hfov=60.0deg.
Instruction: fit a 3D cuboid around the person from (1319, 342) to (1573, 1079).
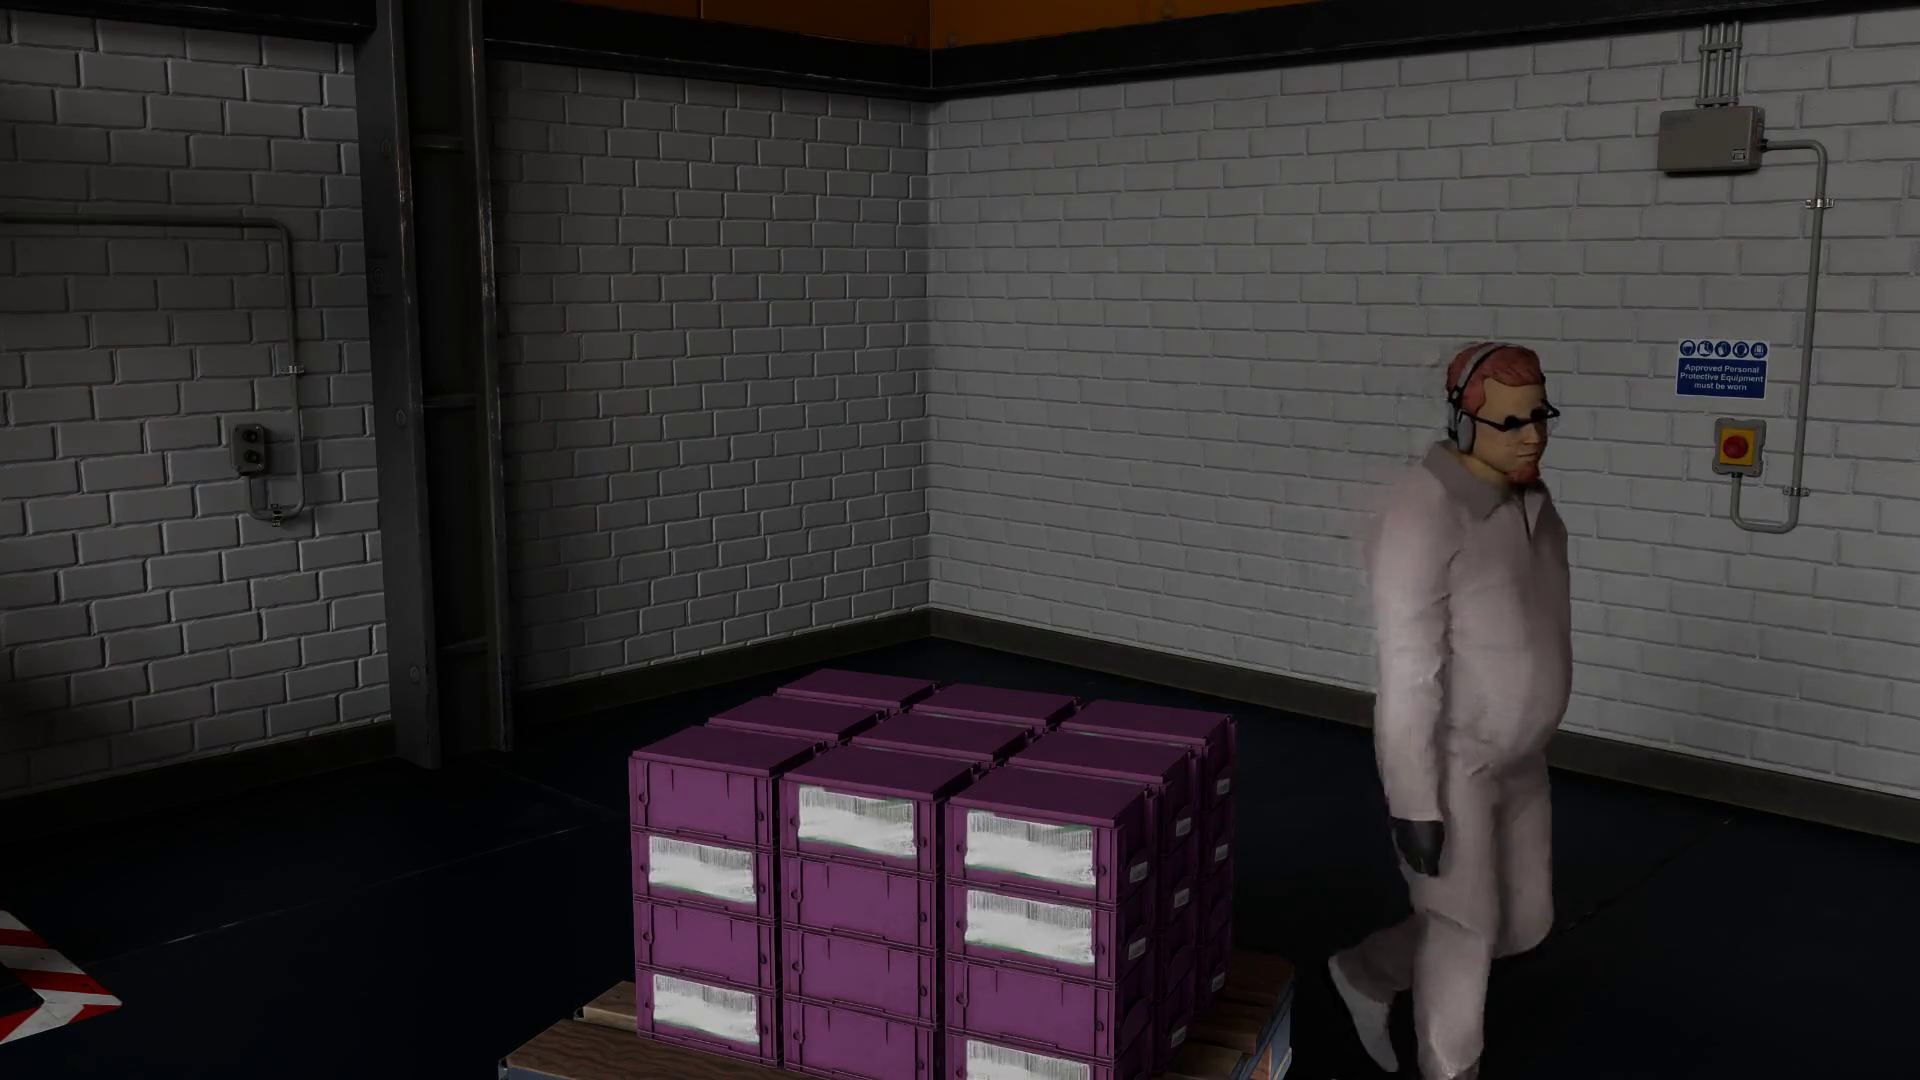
[{"bbox_3d":[1.086,0.486,3.763,0.652,1.878,0.567,-9,13,-43],"label":"person"}]
